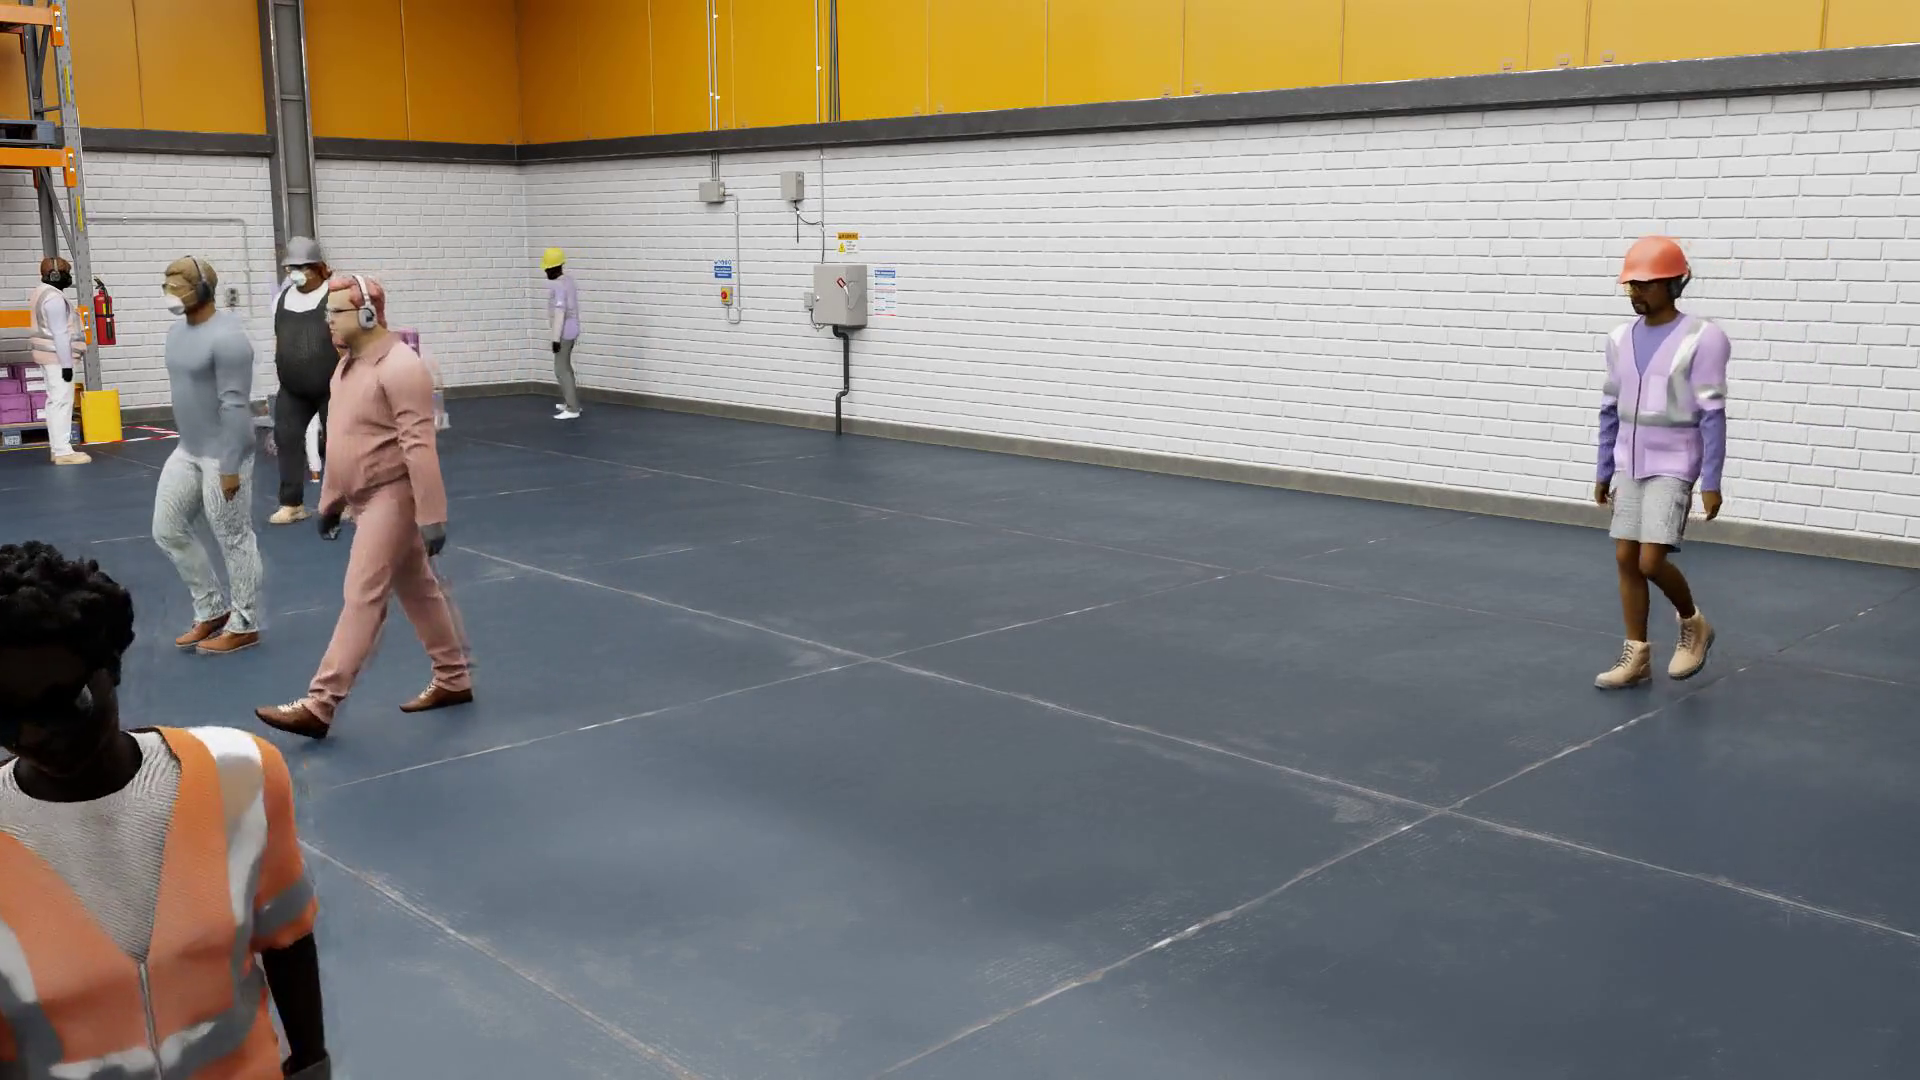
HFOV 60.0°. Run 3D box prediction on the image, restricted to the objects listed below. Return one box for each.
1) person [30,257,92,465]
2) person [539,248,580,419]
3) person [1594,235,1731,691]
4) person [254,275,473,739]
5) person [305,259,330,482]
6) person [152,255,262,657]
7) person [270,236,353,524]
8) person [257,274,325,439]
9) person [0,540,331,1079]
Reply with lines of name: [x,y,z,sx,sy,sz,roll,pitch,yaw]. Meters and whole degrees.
person: [-7.987,-1.587,14.781,0.430,1.836,0.619,-8,13,-37]
person: [-4.411,-2.287,18.445,0.387,1.887,0.775,-1,10,-6]
person: [3.065,-0.319,7.326,0.514,2.021,0.642,-5,12,-26]
person: [-2.456,-0.137,6.789,0.992,1.854,0.683,-8,13,-38]
person: [-5.264,-1.408,13.694,0.517,1.871,0.328,-2,11,-13]
person: [-3.622,-0.380,7.921,0.654,1.925,0.515,8,13,36]
person: [-4.547,-1.116,11.627,0.687,2.000,0.743,2,11,9]
person: [-6.551,-1.914,16.368,0.661,1.899,0.681,-4,11,-21]
person: [-1.081,0.810,2.133,0.697,1.672,0.357,-10,14,-43]
